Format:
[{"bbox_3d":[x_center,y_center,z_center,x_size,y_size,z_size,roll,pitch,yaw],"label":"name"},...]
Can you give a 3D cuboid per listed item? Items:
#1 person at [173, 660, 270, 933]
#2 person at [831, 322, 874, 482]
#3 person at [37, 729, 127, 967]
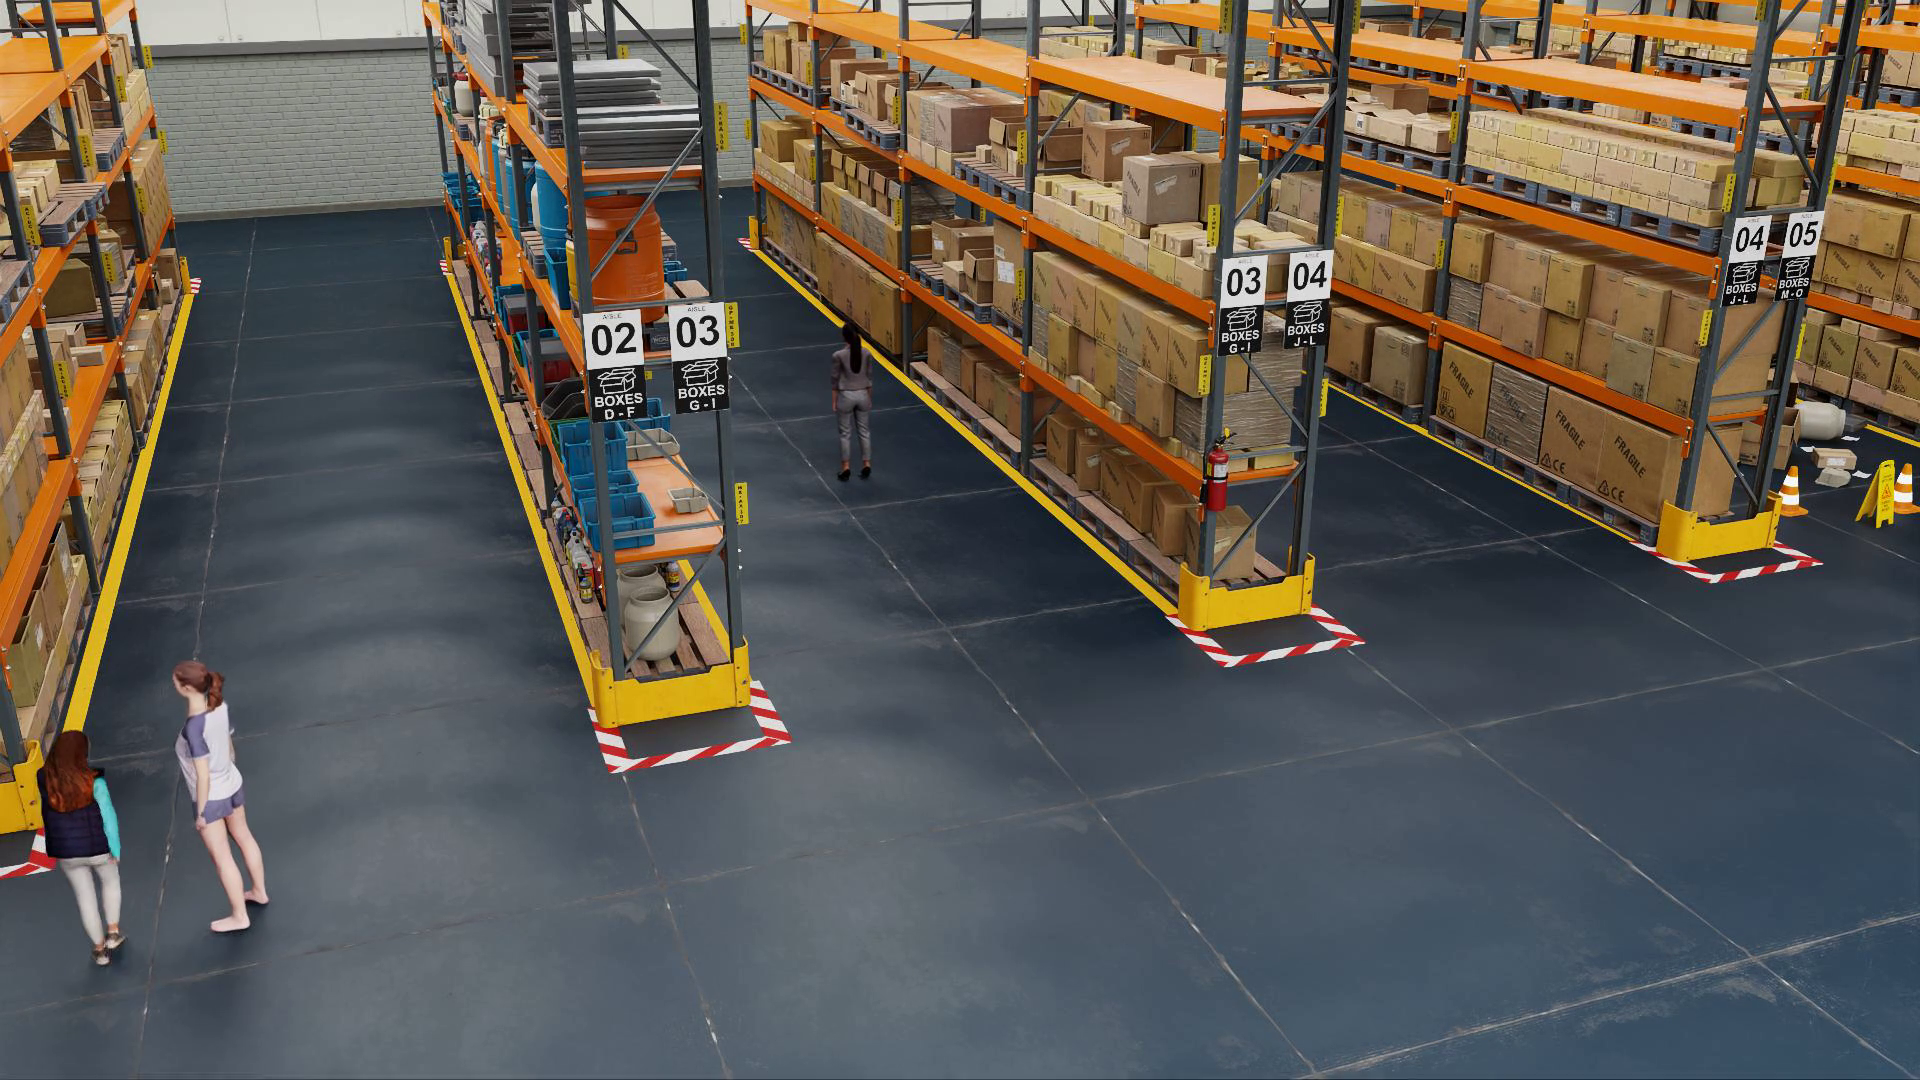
[{"bbox_3d":[-4.466,1.519,10.000,0.725,1.765,0.619,2,22,6],"label":"person"},{"bbox_3d":[-1.120,-1.444,17.369,0.605,1.673,0.557,-8,24,-20],"label":"person"},{"bbox_3d":[-5.074,1.811,9.656,0.567,1.487,0.648,-6,23,-15],"label":"person"}]
